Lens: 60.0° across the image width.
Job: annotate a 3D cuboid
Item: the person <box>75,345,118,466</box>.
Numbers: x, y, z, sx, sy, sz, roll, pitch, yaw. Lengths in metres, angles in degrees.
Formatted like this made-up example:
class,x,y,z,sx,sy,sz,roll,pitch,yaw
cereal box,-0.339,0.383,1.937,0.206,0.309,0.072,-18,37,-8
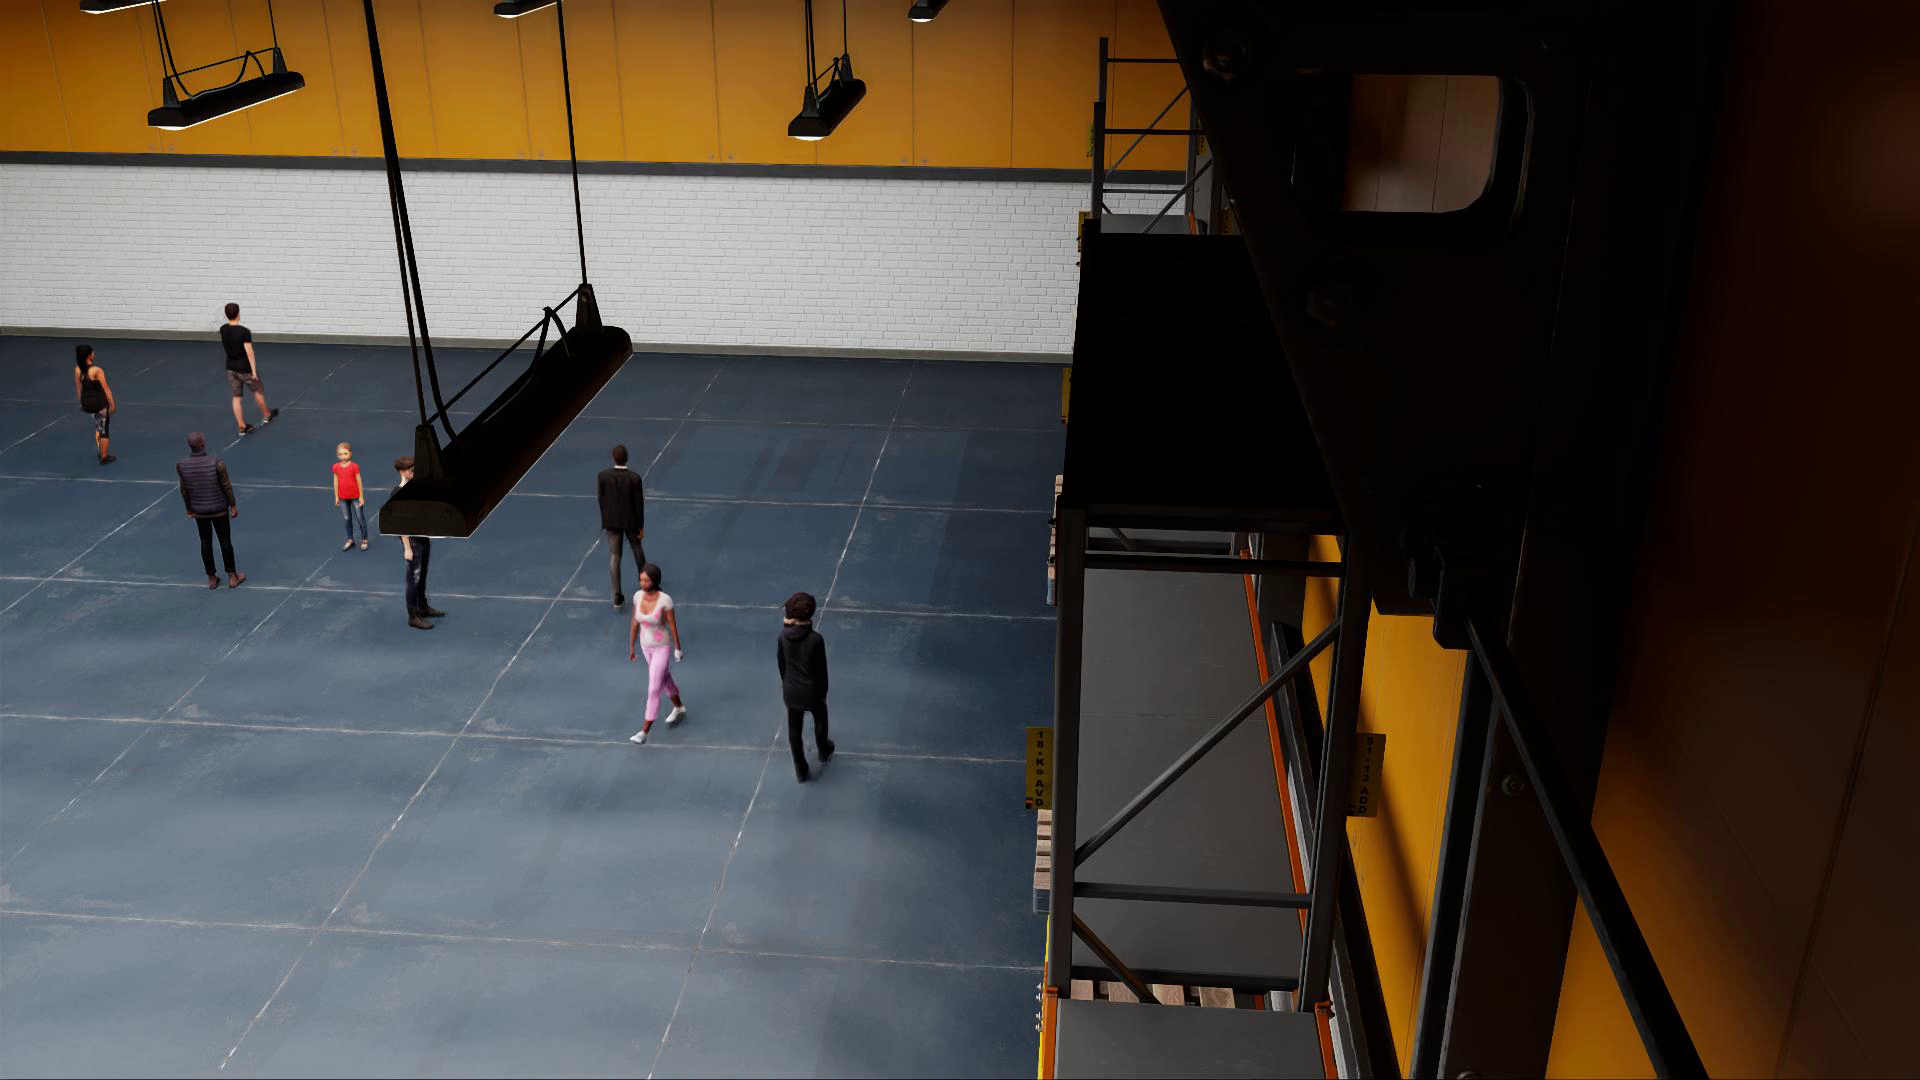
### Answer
class,x,y,z,sx,sy,sz,roll,pitch,yaw
person,-11.490,-1.776,22.005,0.626,1.653,0.589,4,24,10

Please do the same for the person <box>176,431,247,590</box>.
class,x,y,z,sx,sy,sz,roll,pitch,yaw
person,-8.341,-0.340,18.490,0.740,1.836,0.635,-2,24,-5

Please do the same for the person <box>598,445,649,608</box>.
class,x,y,z,sx,sy,sz,roll,pitch,yaw
person,-3.699,-0.121,18.101,0.734,1.747,1.195,0,24,0

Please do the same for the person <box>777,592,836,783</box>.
class,x,y,z,sx,sy,sz,roll,pitch,yaw
person,-1.406,1.347,14.732,0.693,1.755,0.874,4,24,9

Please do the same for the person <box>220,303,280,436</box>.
class,x,y,z,sx,sy,sz,roll,pitch,yaw
person,-10.046,-2.349,23.089,0.713,1.834,1.048,4,24,9

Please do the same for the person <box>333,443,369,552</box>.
class,x,y,z,sx,sy,sz,roll,pitch,yaw
person,-7.169,-0.520,19.557,0.497,1.311,0.498,1,24,1

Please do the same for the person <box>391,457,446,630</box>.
class,x,y,z,sx,sy,sz,roll,pitch,yaw
person,-5.791,-0.001,17.642,0.749,1.895,0.488,3,24,8

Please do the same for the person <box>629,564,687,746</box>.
class,x,y,z,sx,sy,sz,roll,pitch,yaw
person,-2.786,1.009,15.574,0.915,1.700,1.204,12,26,26
